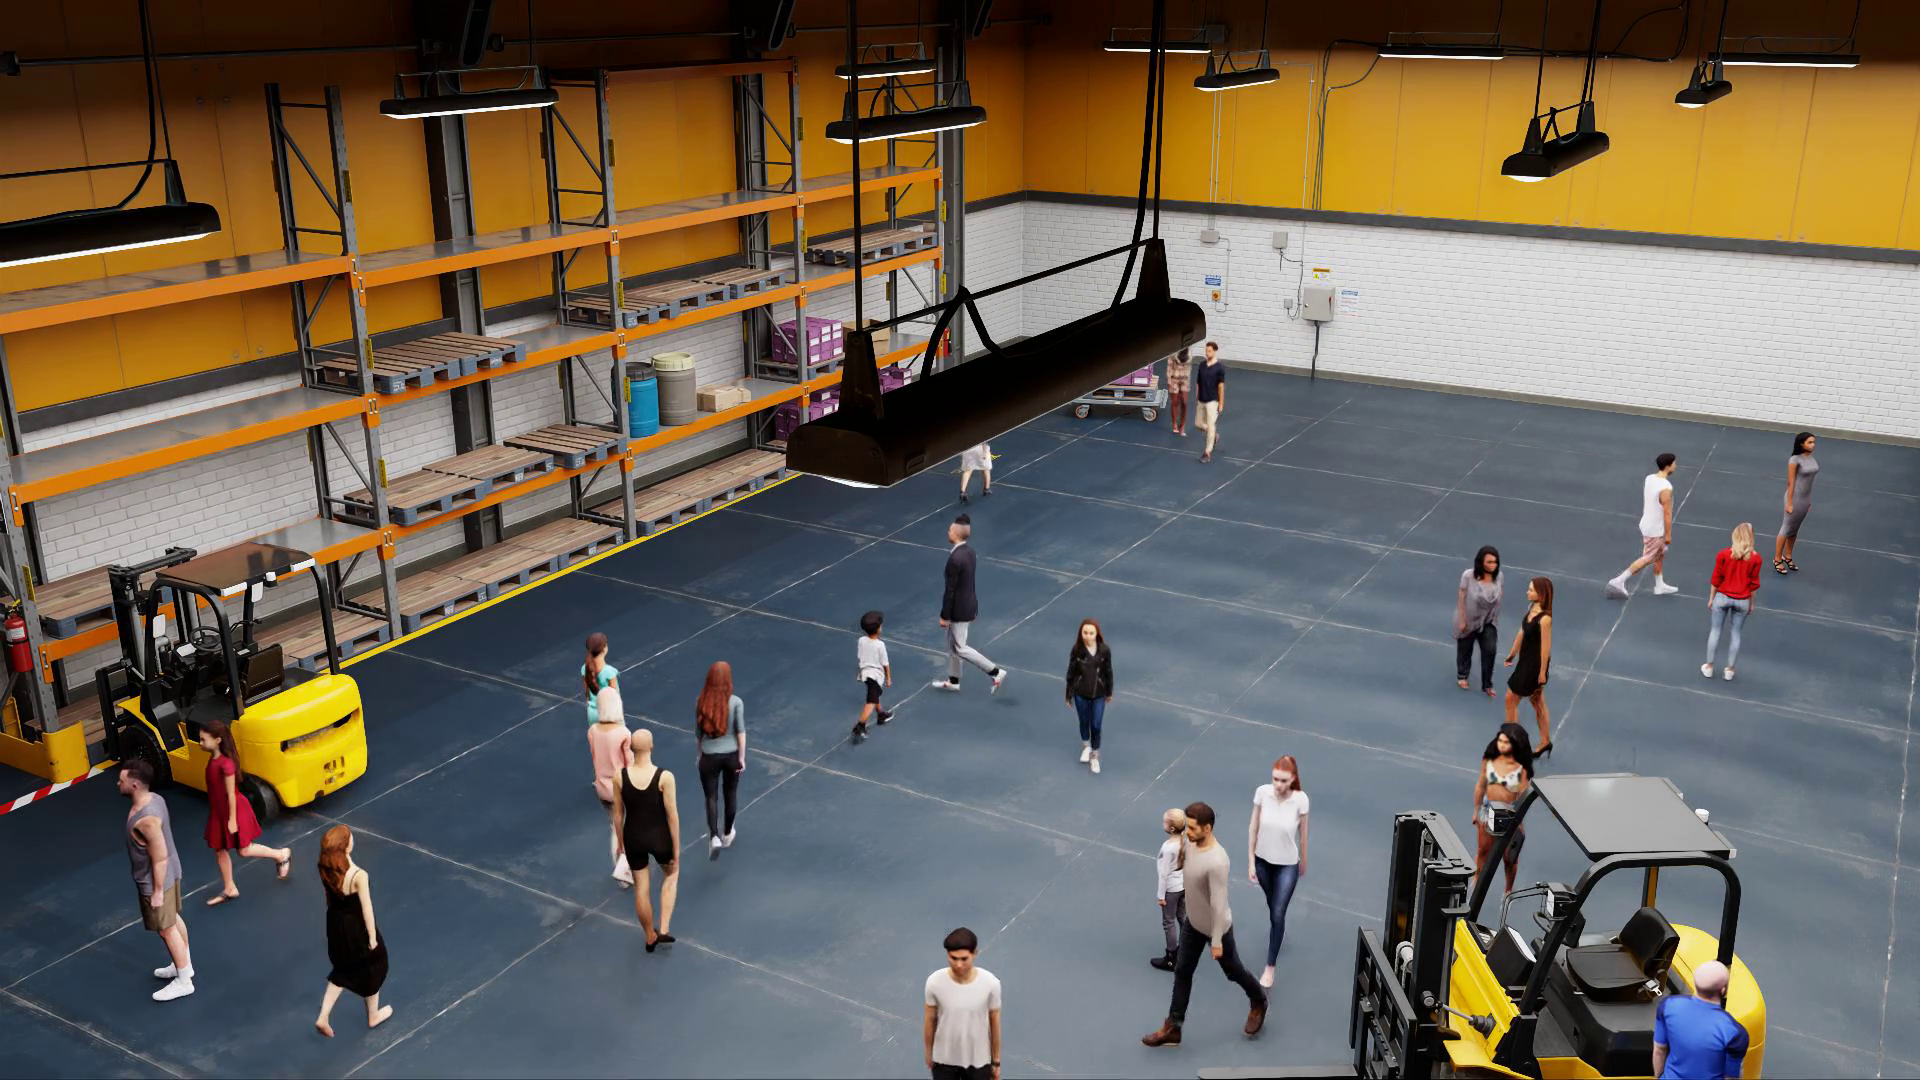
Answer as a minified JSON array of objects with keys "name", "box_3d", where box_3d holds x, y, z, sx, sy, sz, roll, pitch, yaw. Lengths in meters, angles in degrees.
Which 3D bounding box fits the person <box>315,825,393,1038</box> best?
[{"name":"person","box_3d":[-4.234,2.710,11.387,0.637,1.611,0.869,7,20,21]}]

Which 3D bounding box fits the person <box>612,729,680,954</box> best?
[{"name":"person","box_3d":[-2.339,2.282,12.354,0.786,1.805,0.820,-1,19,-2]}]

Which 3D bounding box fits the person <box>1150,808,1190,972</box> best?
[{"name":"person","box_3d":[1.597,2.572,12.324,0.579,1.274,0.459,14,23,36]}]

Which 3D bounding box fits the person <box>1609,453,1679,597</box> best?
[{"name":"person","box_3d":[8.118,-0.147,19.642,1.080,1.758,1.144,0,19,-1]}]

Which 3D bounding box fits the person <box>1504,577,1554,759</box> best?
[{"name":"person","box_3d":[5.432,1.222,15.490,0.848,1.812,0.866,2,19,5]}]

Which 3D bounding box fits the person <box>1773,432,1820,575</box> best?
[{"name":"person","box_3d":[10.332,-0.470,20.564,0.606,1.781,0.719,-11,21,-29]}]

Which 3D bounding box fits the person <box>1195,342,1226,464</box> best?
[{"name":"person","box_3d":[3.843,-2.122,25.368,0.743,1.846,0.950,15,24,38]}]

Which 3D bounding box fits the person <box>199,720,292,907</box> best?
[{"name":"person","box_3d":[-5.733,2.138,13.217,0.629,1.528,0.946,16,24,39]}]

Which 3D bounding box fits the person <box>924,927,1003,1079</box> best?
[{"name":"person","box_3d":[0.032,3.077,10.142,0.718,1.711,0.728,1,19,2]}]

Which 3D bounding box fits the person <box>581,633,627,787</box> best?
[{"name":"person","box_3d":[-3.205,1.586,14.819,0.567,1.551,0.688,9,21,25]}]

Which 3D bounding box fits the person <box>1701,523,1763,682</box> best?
[{"name":"person","box_3d":[8.068,0.643,17.387,0.672,1.699,0.606,5,19,15]}]

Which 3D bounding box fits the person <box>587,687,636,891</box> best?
[{"name":"person","box_3d":[-2.781,2.032,13.258,0.655,1.703,0.668,9,21,26]}]

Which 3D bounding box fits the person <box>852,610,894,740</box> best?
[{"name":"person","box_3d":[-0.875,1.312,16.111,0.550,1.246,0.899,14,23,35]}]

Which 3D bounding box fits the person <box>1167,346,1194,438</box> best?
[{"name":"person","box_3d":[3.519,-2.531,26.736,0.810,1.748,0.895,-4,19,-13]}]

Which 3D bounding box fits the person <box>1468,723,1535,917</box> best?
[{"name":"person","box_3d":[4.230,2.161,12.982,0.597,1.634,0.594,15,24,37]}]

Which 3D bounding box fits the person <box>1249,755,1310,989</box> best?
[{"name":"person","box_3d":[2.356,2.359,12.314,0.580,1.686,1.102,9,20,24]}]

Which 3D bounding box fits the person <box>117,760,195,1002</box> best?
[{"name":"person","box_3d":[-5.741,2.404,11.910,0.768,1.845,0.717,-7,20,-19]}]

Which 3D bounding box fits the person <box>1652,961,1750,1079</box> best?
[{"name":"person","box_3d":[4.192,3.217,9.520,0.696,1.841,0.740,-15,24,-38]}]

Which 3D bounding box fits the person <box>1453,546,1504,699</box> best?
[{"name":"person","box_3d":[5.306,0.784,17.150,0.823,1.582,0.917,0,19,-1]}]

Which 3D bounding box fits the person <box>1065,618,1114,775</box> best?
[{"name":"person","box_3d":[1.219,1.391,15.536,0.733,1.463,0.845,2,19,7]}]

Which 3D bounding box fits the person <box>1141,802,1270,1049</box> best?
[{"name":"person","box_3d":[1.776,2.616,11.337,1.323,1.822,1.166,-9,20,-24]}]

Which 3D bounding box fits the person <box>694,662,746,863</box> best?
[{"name":"person","box_3d":[-1.998,1.852,13.750,0.916,1.729,1.074,-1,19,-2]}]

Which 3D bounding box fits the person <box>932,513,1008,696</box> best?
[{"name":"person","box_3d":[0.100,0.694,16.880,0.927,1.927,1.076,5,19,15]}]
